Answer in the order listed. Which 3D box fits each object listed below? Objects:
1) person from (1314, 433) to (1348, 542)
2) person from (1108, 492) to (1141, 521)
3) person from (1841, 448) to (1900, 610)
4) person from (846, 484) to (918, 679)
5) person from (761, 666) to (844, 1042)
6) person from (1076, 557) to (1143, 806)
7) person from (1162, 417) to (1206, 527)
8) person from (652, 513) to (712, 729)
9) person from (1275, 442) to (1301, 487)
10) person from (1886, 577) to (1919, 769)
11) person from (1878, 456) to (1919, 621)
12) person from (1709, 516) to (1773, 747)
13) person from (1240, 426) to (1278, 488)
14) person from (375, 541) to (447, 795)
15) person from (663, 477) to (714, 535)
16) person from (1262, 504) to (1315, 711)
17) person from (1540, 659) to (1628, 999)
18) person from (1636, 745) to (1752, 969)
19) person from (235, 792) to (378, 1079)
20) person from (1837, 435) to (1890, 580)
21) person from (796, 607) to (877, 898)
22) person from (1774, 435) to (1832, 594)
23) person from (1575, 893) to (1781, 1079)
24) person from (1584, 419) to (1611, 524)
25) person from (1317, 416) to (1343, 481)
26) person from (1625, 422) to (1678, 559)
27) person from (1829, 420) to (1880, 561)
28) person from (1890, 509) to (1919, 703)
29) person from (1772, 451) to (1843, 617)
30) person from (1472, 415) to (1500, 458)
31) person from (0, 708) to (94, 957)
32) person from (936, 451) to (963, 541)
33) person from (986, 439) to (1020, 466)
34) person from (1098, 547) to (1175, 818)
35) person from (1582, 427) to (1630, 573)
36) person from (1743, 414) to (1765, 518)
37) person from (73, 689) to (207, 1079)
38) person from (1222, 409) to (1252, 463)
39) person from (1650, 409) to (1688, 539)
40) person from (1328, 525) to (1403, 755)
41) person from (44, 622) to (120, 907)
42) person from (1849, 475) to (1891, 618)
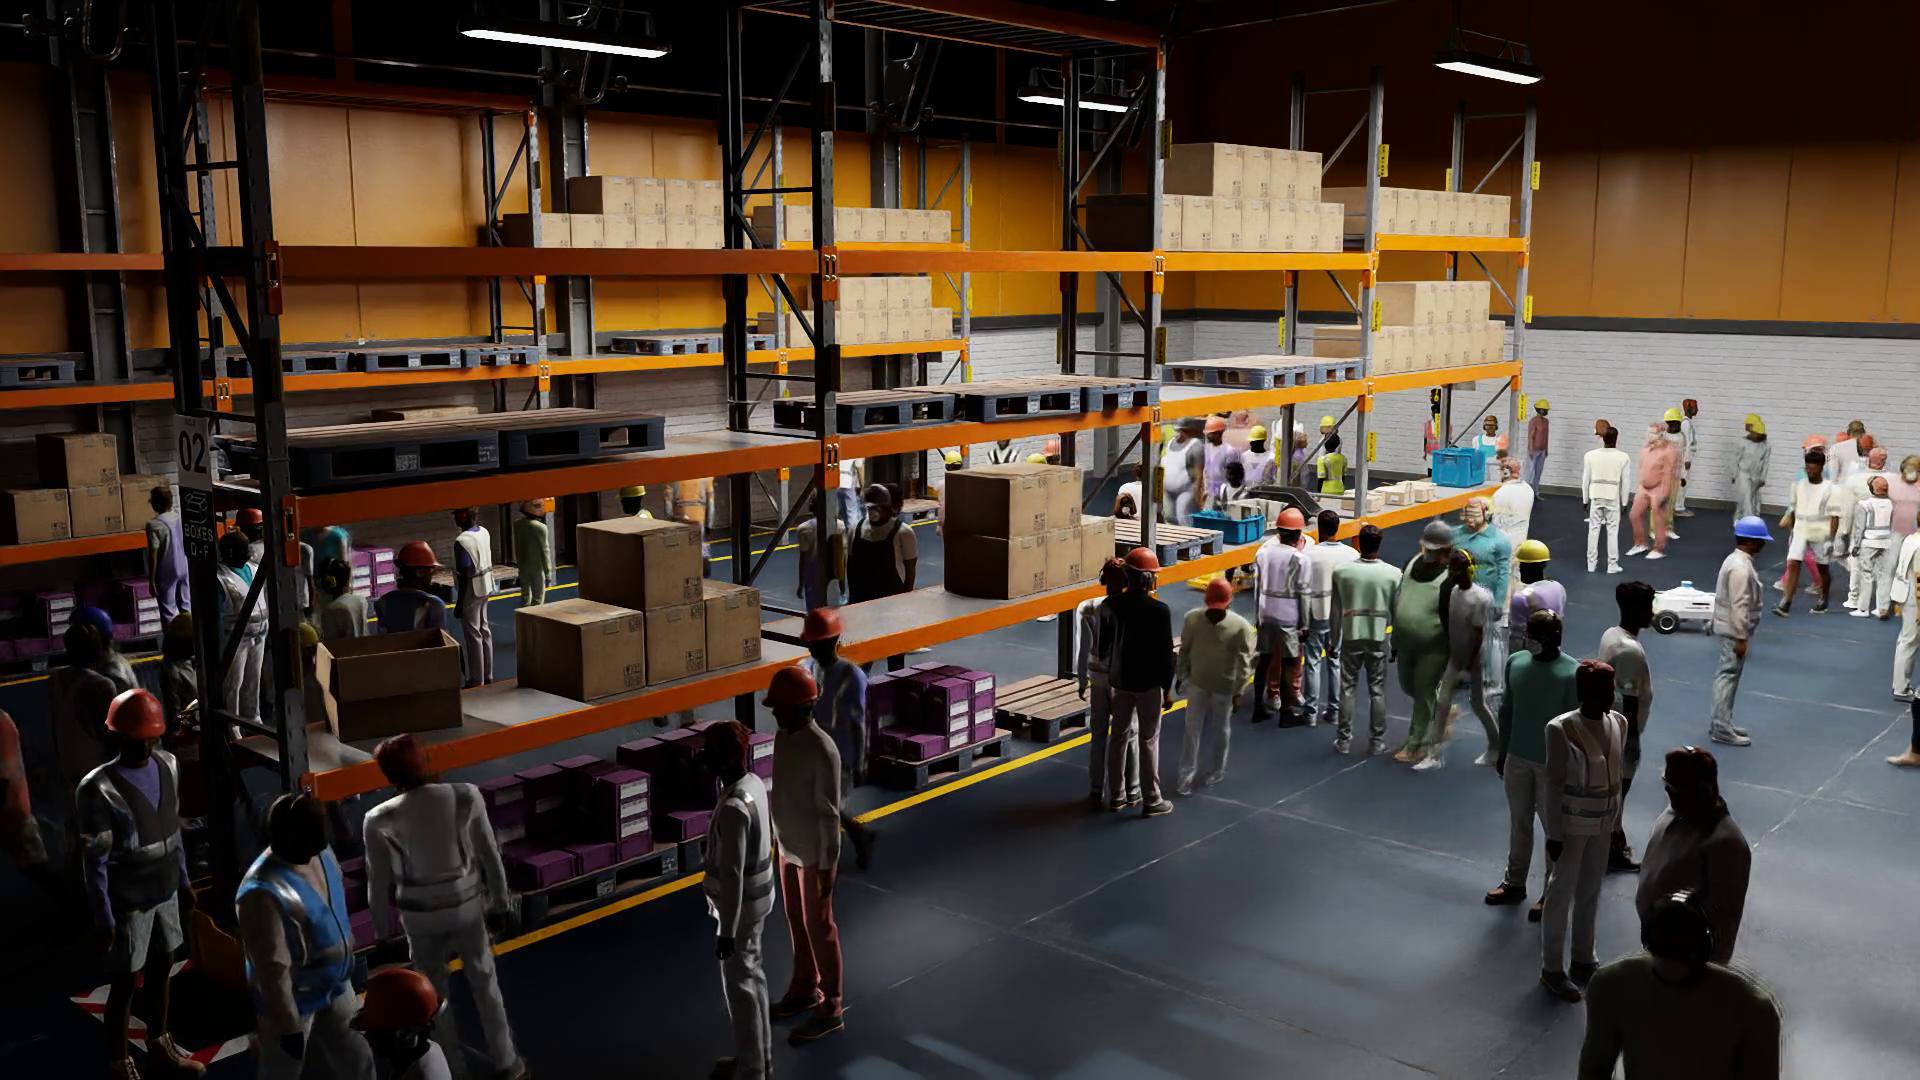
[{"bbox_3d":[5.160,-0.647,23.177,0.532,1.696,0.319,-6,11,-32],"label":"person"},{"bbox_3d":[1.737,0.296,17.729,0.498,1.634,0.278,-1,10,-7],"label":"person"},{"bbox_3d":[10.638,-0.124,19.427,0.642,1.909,0.399,3,10,16],"label":"person"},{"bbox_3d":[-0.757,0.489,15.368,0.682,2.000,0.536,3,10,19],"label":"person"},{"bbox_3d":[-0.835,1.626,8.749,0.408,1.985,0.621,-6,11,-31],"label":"person"},{"bbox_3d":[1.154,1.060,12.429,0.574,1.882,0.356,2,10,10],"label":"person"},{"bbox_3d":[3.047,-0.747,22.745,0.647,2.000,0.696,-6,11,-34],"label":"person"},{"bbox_3d":[-2.395,0.728,14.305,0.631,1.923,0.455,5,11,25],"label":"person"},{"bbox_3d":[4.300,-0.474,21.953,0.340,1.762,0.525,9,13,42],"label":"person"},{"bbox_3d":[7.647,1.064,13.062,0.673,1.651,0.524,5,11,28],"label":"person"},{"bbox_3d":[10.683,-0.007,18.792,0.632,1.879,0.969,4,11,25],"label":"person"},{"bbox_3d":[6.576,0.756,14.049,0.409,1.943,0.618,4,10,23],"label":"person"},{"bbox_3d":[3.935,-0.552,21.926,0.589,1.924,0.384,8,12,40],"label":"person"},{"bbox_3d":[-3.965,1.021,12.194,0.609,2.040,0.395,4,10,24],"label":"person"},{"bbox_3d":[-3.297,-0.244,20.198,0.639,1.890,0.515,-2,10,-14],"label":"person"},{"bbox_3d":[2.971,0.606,15.082,0.600,1.906,0.414,-6,11,-32],"label":"person"},{"bbox_3d":[3.481,1.592,9.255,0.576,1.882,0.355,-5,11,-28],"label":"person"},{"bbox_3d":[3.290,1.859,7.603,0.406,1.903,0.639,0,10,-1],"label":"person"},{"bbox_3d":[-2.728,1.973,7.183,0.855,1.807,0.660,2,10,10],"label":"person"},{"bbox_3d":[11.626,-0.443,21.500,0.595,1.844,0.940,-2,10,-12],"label":"person"},{"bbox_3d":[-0.797,1.344,10.679,0.546,1.914,0.784,7,12,35],"label":"person"},{"bbox_3d":[10.390,-0.304,20.379,0.684,1.951,0.694,-8,13,-41],"label":"person"},{"bbox_3d":[2.503,2.141,5.844,0.675,1.920,0.498,7,12,35],"label":"person"},{"bbox_3d":[9.927,-1.058,25.815,0.285,1.633,0.500,1,10,6],"label":"person"},{"bbox_3d":[5.595,-1.021,25.303,0.483,1.737,0.319,-7,12,-36],"label":"person"},{"bbox_3d":[9.436,-0.666,22.737,0.583,1.890,0.647,-4,10,-22],"label":"person"},{"bbox_3d":[12.095,-0.660,22.555,0.628,1.933,0.378,3,10,17],"label":"person"},{"bbox_3d":[8.826,0.589,15.386,0.394,1.836,0.561,4,10,23],"label":"person"},{"bbox_3d":[9.740,-0.060,19.038,0.985,1.913,0.625,-7,12,-35],"label":"person"},{"bbox_3d":[7.712,-0.907,24.285,0.516,1.843,0.326,4,10,21],"label":"person"},{"bbox_3d":[-5.513,1.548,9.479,0.617,1.899,1.060,6,11,34],"label":"person"},{"bbox_3d":[-0.073,-0.207,20.335,0.526,1.769,0.329,-7,12,-36],"label":"person"},{"bbox_3d":[0.646,-0.789,24.284,0.524,1.618,0.684,3,10,17],"label":"person"},{"bbox_3d":[1.308,1.043,12.217,0.608,1.987,0.391,7,12,36],"label":"person"},{"bbox_3d":[8.449,-0.525,21.786,0.590,1.919,0.397,7,12,36],"label":"person"},{"bbox_3d":[12.214,-1.084,25.668,0.333,1.735,0.487,9,13,44],"label":"person"},{"bbox_3d":[-3.944,1.711,8.067,0.388,2.039,0.613,3,10,15],"label":"person"},{"bbox_3d":[4.158,-0.995,24.654,0.675,1.890,0.474,6,11,33],"label":"person"},{"bbox_3d":[10.382,-0.964,24.369,0.594,1.928,0.364,-2,10,-14],"label":"person"},{"bbox_3d":[3.349,0.829,13.754,0.594,1.909,0.409,1,10,7],"label":"person"},{"bbox_3d":[-5.439,1.423,10.395,0.504,1.839,0.339,3,10,18],"label":"person"},{"bbox_3d":[10.440,0.080,19.002,0.515,1.640,0.315,-2,10,-10],"label":"person"}]
